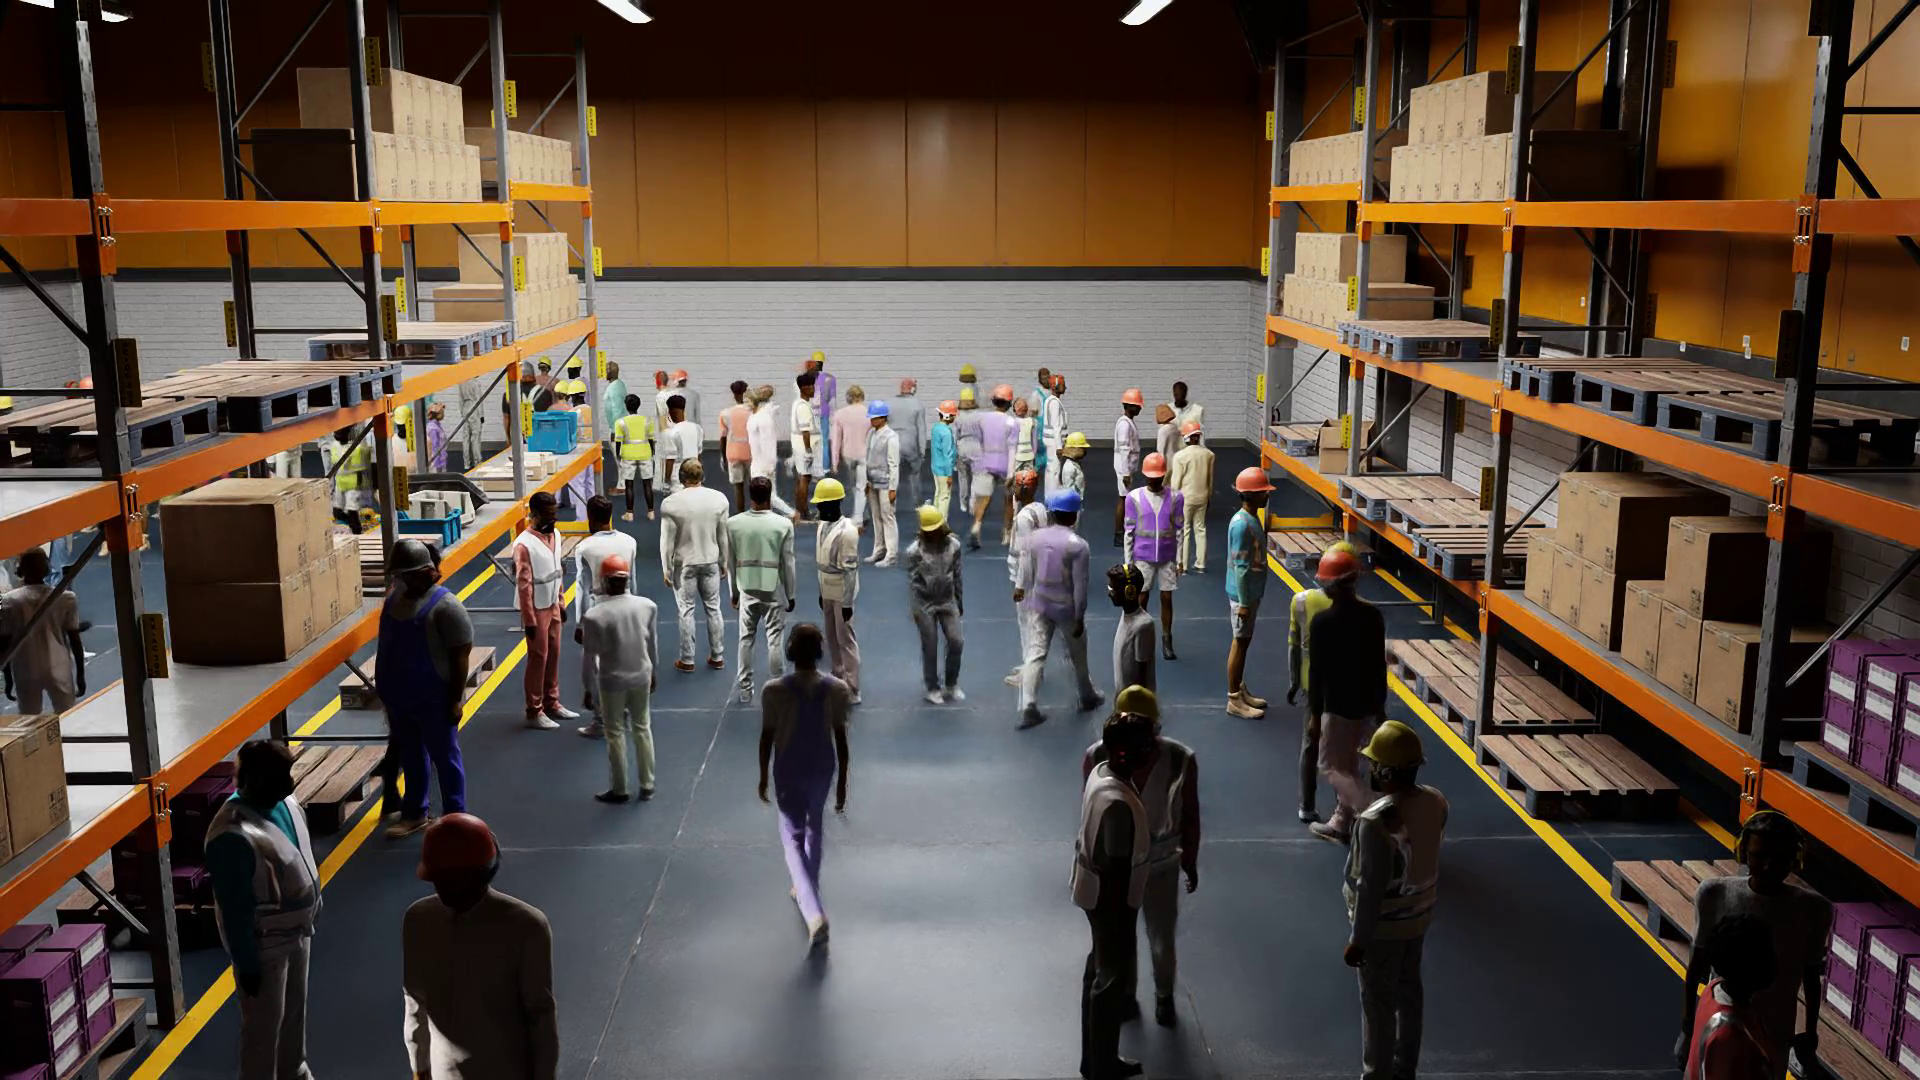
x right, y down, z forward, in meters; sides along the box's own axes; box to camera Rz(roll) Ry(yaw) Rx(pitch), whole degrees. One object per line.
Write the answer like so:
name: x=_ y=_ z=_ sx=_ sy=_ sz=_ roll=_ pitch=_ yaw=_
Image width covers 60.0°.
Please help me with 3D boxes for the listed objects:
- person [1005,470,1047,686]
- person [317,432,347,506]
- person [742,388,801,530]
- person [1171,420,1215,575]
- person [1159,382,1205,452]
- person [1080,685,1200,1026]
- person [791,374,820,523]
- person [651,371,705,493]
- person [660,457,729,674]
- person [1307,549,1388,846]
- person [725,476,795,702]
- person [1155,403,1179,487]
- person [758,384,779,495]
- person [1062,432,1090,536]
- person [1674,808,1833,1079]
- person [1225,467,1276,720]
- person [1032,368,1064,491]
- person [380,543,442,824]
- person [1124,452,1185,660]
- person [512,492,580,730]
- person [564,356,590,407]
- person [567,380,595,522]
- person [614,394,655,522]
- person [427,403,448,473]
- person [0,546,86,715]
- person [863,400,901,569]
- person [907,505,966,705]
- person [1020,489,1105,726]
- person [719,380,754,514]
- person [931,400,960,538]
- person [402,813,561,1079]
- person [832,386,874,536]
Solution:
person: x=0.581 y=0.326 z=14.392 sx=0.343 sy=1.882 sz=0.586 roll=3 pitch=12 yaw=16
person: x=-8.679 y=-1.315 z=22.975 sx=0.486 sy=1.744 sz=0.310 roll=4 pitch=12 yaw=20
person: x=-2.382 y=-0.938 z=20.677 sx=0.620 sy=1.910 sz=0.675 roll=-4 pitch=12 yaw=-20
person: x=2.601 y=-0.482 z=18.801 sx=0.567 sy=1.742 sz=0.358 roll=-6 pitch=13 yaw=-29
person: x=2.896 y=-1.140 z=21.765 sx=0.615 sy=1.886 sz=0.490 roll=3 pitch=12 yaw=14
person: x=0.891 y=1.580 z=8.321 sx=0.597 sy=1.804 sz=0.494 roll=2 pitch=11 yaw=11
person: x=-2.031 y=-1.211 z=21.890 sx=0.361 sy=1.965 sz=0.612 roll=-3 pitch=12 yaw=-14
person: x=-4.140 y=-1.542 z=24.005 sx=0.879 sy=1.801 sz=0.614 roll=4 pitch=12 yaw=19
person: x=-2.353 y=0.223 z=14.810 sx=0.635 sy=1.932 sz=0.363 roll=-6 pitch=13 yaw=-26
person: x=2.499 y=1.051 z=10.581 sx=0.652 sy=1.965 sz=0.693 roll=-8 pitch=14 yaw=-36
person: x=-1.658 y=0.421 z=13.870 sx=0.585 sy=1.910 sz=0.394 roll=2 pitch=11 yaw=11
person: x=2.649 y=-0.952 z=21.455 sx=0.329 sy=1.623 sz=0.515 roll=7 pitch=13 yaw=33
person: x=-2.840 y=-1.449 z=23.985 sx=0.533 sy=1.613 sz=0.346 roll=7 pitch=13 yaw=31
person: x=1.231 y=-0.293 z=17.851 sx=0.319 sy=1.742 sz=0.492 roll=2 pitch=11 yaw=8
person: x=3.042 y=1.925 z=6.404 sx=0.521 sy=1.874 sz=0.328 roll=4 pitch=12 yaw=18
person: x=2.347 y=0.421 z=13.504 sx=0.369 sy=2.048 sz=0.608 roll=3 pitch=12 yaw=16
person: x=1.286 y=-1.634 z=24.421 sx=0.541 sy=1.805 sz=0.740 roll=-10 pitch=15 yaw=-41
person: x=-3.703 y=0.954 z=11.145 sx=0.483 sy=1.925 sz=0.660 roll=-6 pitch=13 yaw=-29
person: x=1.773 y=0.150 z=15.187 sx=0.548 sy=1.924 sz=0.387 roll=0 pitch=11 yaw=-1
person: x=-3.323 y=0.554 z=13.204 sx=0.410 sy=1.908 sz=0.598 roll=3 pitch=12 yaw=14
person: x=-5.729 y=-1.795 z=24.917 sx=0.366 sy=1.926 sz=0.594 roll=2 pitch=11 yaw=8
person: x=-4.888 y=-1.106 z=21.504 sx=0.392 sy=1.915 sz=0.592 roll=5 pitch=12 yaw=22
person: x=-4.288 y=-1.083 z=21.970 sx=0.547 sy=1.690 sz=0.322 roll=-5 pitch=12 yaw=-24
person: x=-6.774 y=-0.968 z=21.538 sx=0.314 sy=1.633 sz=0.526 roll=-3 pitch=12 yaw=-13
person: x=-6.309 y=0.940 z=11.461 sx=0.504 sy=1.837 sz=0.354 roll=-6 pitch=13 yaw=-26
person: x=-0.908 y=-0.646 z=19.137 sx=0.414 sy=1.940 sz=0.611 roll=-7 pitch=13 yaw=-31
person: x=-0.199 y=0.540 z=13.784 sx=0.512 sy=1.708 sz=0.414 roll=-5 pitch=12 yaw=-22
person: x=0.802 y=0.524 z=13.375 sx=0.619 sy=1.893 sz=1.001 roll=9 pitch=14 yaw=37
person: x=-2.783 y=-1.087 z=21.355 sx=0.605 sy=1.936 sz=0.480 roll=-2 pitch=11 yaw=-9
person: x=-0.175 y=-0.890 z=20.857 sx=0.354 sy=1.740 sz=0.575 roll=-3 pitch=12 yaw=-16
person: x=-1.755 y=1.934 z=6.079 sx=0.620 sy=1.986 sz=0.408 roll=3 pitch=12 yaw=14
person: x=-1.268 y=-1.027 z=21.215 sx=0.684 sy=1.863 sz=1.037 roll=2 pitch=12 yaw=12
